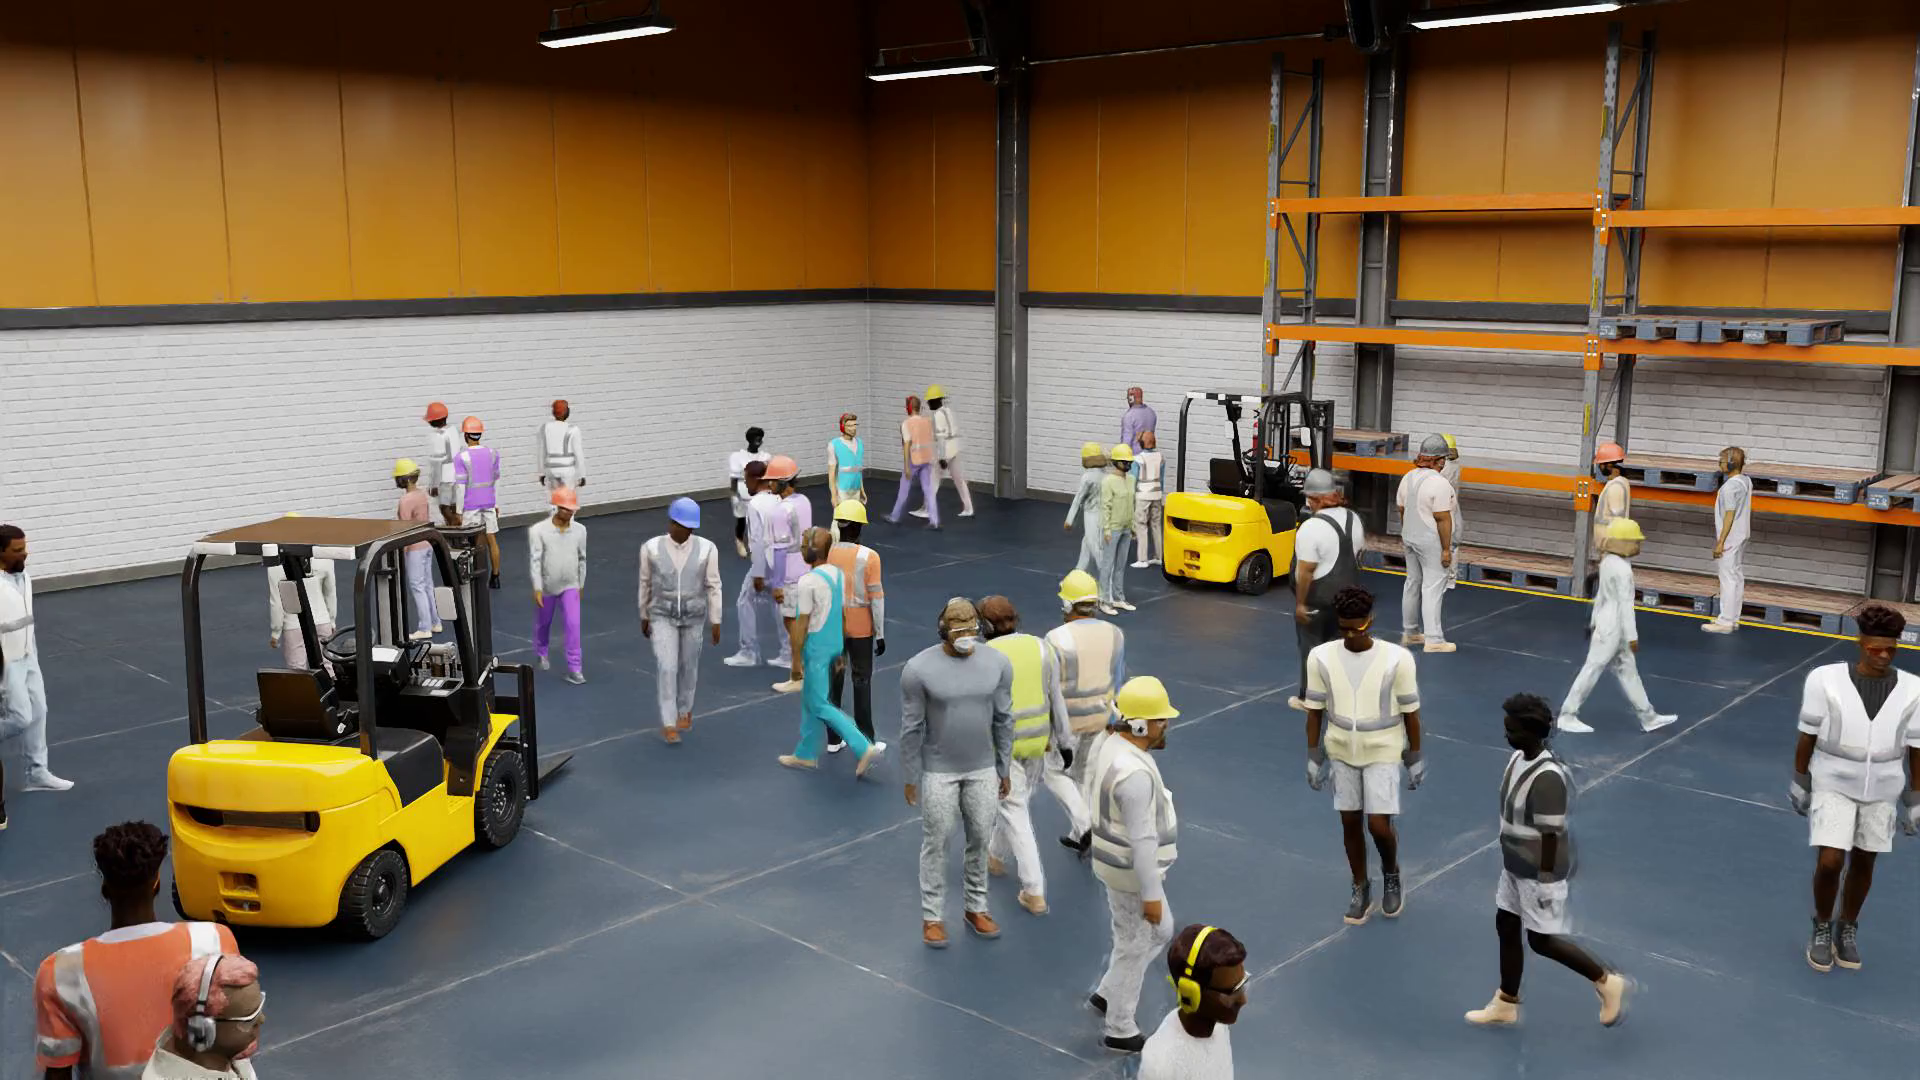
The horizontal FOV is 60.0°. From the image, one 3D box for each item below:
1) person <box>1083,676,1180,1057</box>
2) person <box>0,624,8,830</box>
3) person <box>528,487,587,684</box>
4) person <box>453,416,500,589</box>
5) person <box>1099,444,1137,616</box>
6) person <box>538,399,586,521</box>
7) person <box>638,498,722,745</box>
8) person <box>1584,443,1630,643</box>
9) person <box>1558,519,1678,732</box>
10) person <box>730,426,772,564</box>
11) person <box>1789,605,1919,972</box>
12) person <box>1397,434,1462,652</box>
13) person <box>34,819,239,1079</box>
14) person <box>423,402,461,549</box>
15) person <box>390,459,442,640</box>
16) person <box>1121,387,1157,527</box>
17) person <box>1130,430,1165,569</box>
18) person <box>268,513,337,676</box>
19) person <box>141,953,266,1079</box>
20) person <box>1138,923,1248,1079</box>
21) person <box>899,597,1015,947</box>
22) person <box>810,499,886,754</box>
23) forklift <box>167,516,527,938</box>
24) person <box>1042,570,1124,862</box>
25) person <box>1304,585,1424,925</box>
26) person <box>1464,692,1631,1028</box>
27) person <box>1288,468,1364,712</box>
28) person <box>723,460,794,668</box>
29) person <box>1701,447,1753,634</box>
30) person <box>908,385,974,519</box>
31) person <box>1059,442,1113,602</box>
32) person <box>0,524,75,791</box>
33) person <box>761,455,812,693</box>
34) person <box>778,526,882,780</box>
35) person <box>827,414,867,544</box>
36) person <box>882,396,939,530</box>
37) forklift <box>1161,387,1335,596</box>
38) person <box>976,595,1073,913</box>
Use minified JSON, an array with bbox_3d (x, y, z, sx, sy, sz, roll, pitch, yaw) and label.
[{"bbox_3d":[0.819,1.519,7.730,0.428,1.817,0.605,0,10,2],"label":"person"},{"bbox_3d":[-6.424,0.940,10.615,0.366,1.964,0.625,9,14,42],"label":"person"},{"bbox_3d":[-3.539,0.368,14.621,0.561,1.704,0.914,-6,12,-31],"label":"person"},{"bbox_3d":[-5.311,-0.393,18.270,0.360,1.939,0.543,9,14,42],"label":"person"},{"bbox_3d":[1.651,-0.117,17.188,0.322,1.769,0.523,9,13,42],"label":"person"},{"bbox_3d":[-5.037,-0.858,21.089,0.613,1.870,0.396,2,10,14],"label":"person"},{"bbox_3d":[-2.138,0.604,12.704,0.631,1.890,0.893,-2,10,-13],"label":"person"},{"bbox_3d":[6.180,0.034,15.874,0.374,1.928,0.542,5,11,24],"label":"person"},{"bbox_3d":[5.110,0.676,12.853,0.918,1.690,0.501,2,10,10],"label":"person"},{"bbox_3d":[-2.533,-0.564,20.022,0.528,1.663,0.816,-4,11,-20],"label":"person"},{"bbox_3d":[4.659,1.298,8.584,0.618,1.948,0.567,3,10,15],"label":"person"},{"bbox_3d":[4.448,0.019,15.639,0.535,2.000,0.674,-4,11,-19],"label":"person"},{"bbox_3d":[-2.613,1.868,5.383,0.611,1.944,0.630,-5,11,-26],"label":"person"},{"bbox_3d":[-6.256,-0.748,20.435,0.521,1.903,0.650,2,10,11],"label":"person"},{"bbox_3d":[-5.284,0.089,16.069,0.368,1.751,0.524,1,10,5],"label":"person"},{"bbox_3d":[2.373,-1.129,22.570,0.407,1.904,0.639,9,14,42],"label":"person"},{"bbox_3d":[2.212,-0.480,19.647,0.516,1.631,0.315,-7,12,-33],"label":"person"},{"bbox_3d":[-5.035,0.666,12.756,0.325,1.762,0.524,9,14,42],"label":"person"},{"bbox_3d":[-1.970,2.034,4.619,0.730,1.878,0.648,-2,10,-14],"label":"person"},{"bbox_3d":[0.793,2.016,4.885,0.878,1.833,0.516,4,11,23],"label":"person"},{"bbox_3d":[-0.013,1.244,8.998,0.640,1.929,0.380,-3,10,-17],"label":"person"},{"bbox_3d":[-0.819,0.655,12.368,0.585,1.917,0.382,4,11,22],"label":"person"},{"bbox_3d":[-3.583,0.976,9.748,1.214,2.155,2.313,2,10,11],"label":"forklift"},{"bbox_3d":[0.757,1.095,10.142,0.592,1.822,0.549,-6,12,-31],"label":"person"},{"bbox_3d":[2.221,1.197,9.215,0.646,1.937,0.465,6,11,29],"label":"person"},{"bbox_3d":[2.829,1.553,7.939,0.691,1.669,0.569,0,10,2],"label":"person"},{"bbox_3d":[2.941,0.412,13.397,0.697,2.000,0.655,-7,12,-36],"label":"person"},{"bbox_3d":[-1.827,0.222,14.916,0.814,1.881,0.632,4,11,21],"label":"person"},{"bbox_3d":[7.541,0.001,16.305,0.345,1.842,0.504,9,14,42],"label":"person"},{"bbox_3d":[-0.262,-1.214,23.149,0.961,1.860,0.693,2,10,10],"label":"person"},{"bbox_3d":[1.352,-0.202,17.858,0.888,1.690,0.489,7,12,34],"label":"person"},{"bbox_3d":[-6.542,0.826,11.412,0.642,1.895,0.604,-1,10,-4],"label":"person"},{"bbox_3d":[-1.451,0.289,14.166,0.461,2.029,0.618,3,11,18],"label":"person"},{"bbox_3d":[-0.934,0.804,11.822,0.829,1.823,0.525,4,11,23],"label":"person"},{"bbox_3d":[-1.334,-0.569,19.534,0.388,1.847,0.563,8,13,37],"label":"person"},{"bbox_3d":[-0.621,-1.035,22.337,0.992,1.787,0.588,9,14,43],"label":"person"},{"bbox_3d":[3.298,-0.608,18.767,1.214,2.155,2.313,9,13,42],"label":"forklift"},{"bbox_3d":[0.266,1.197,9.669,0.673,1.777,0.958,-6,12,-31],"label":"person"}]
